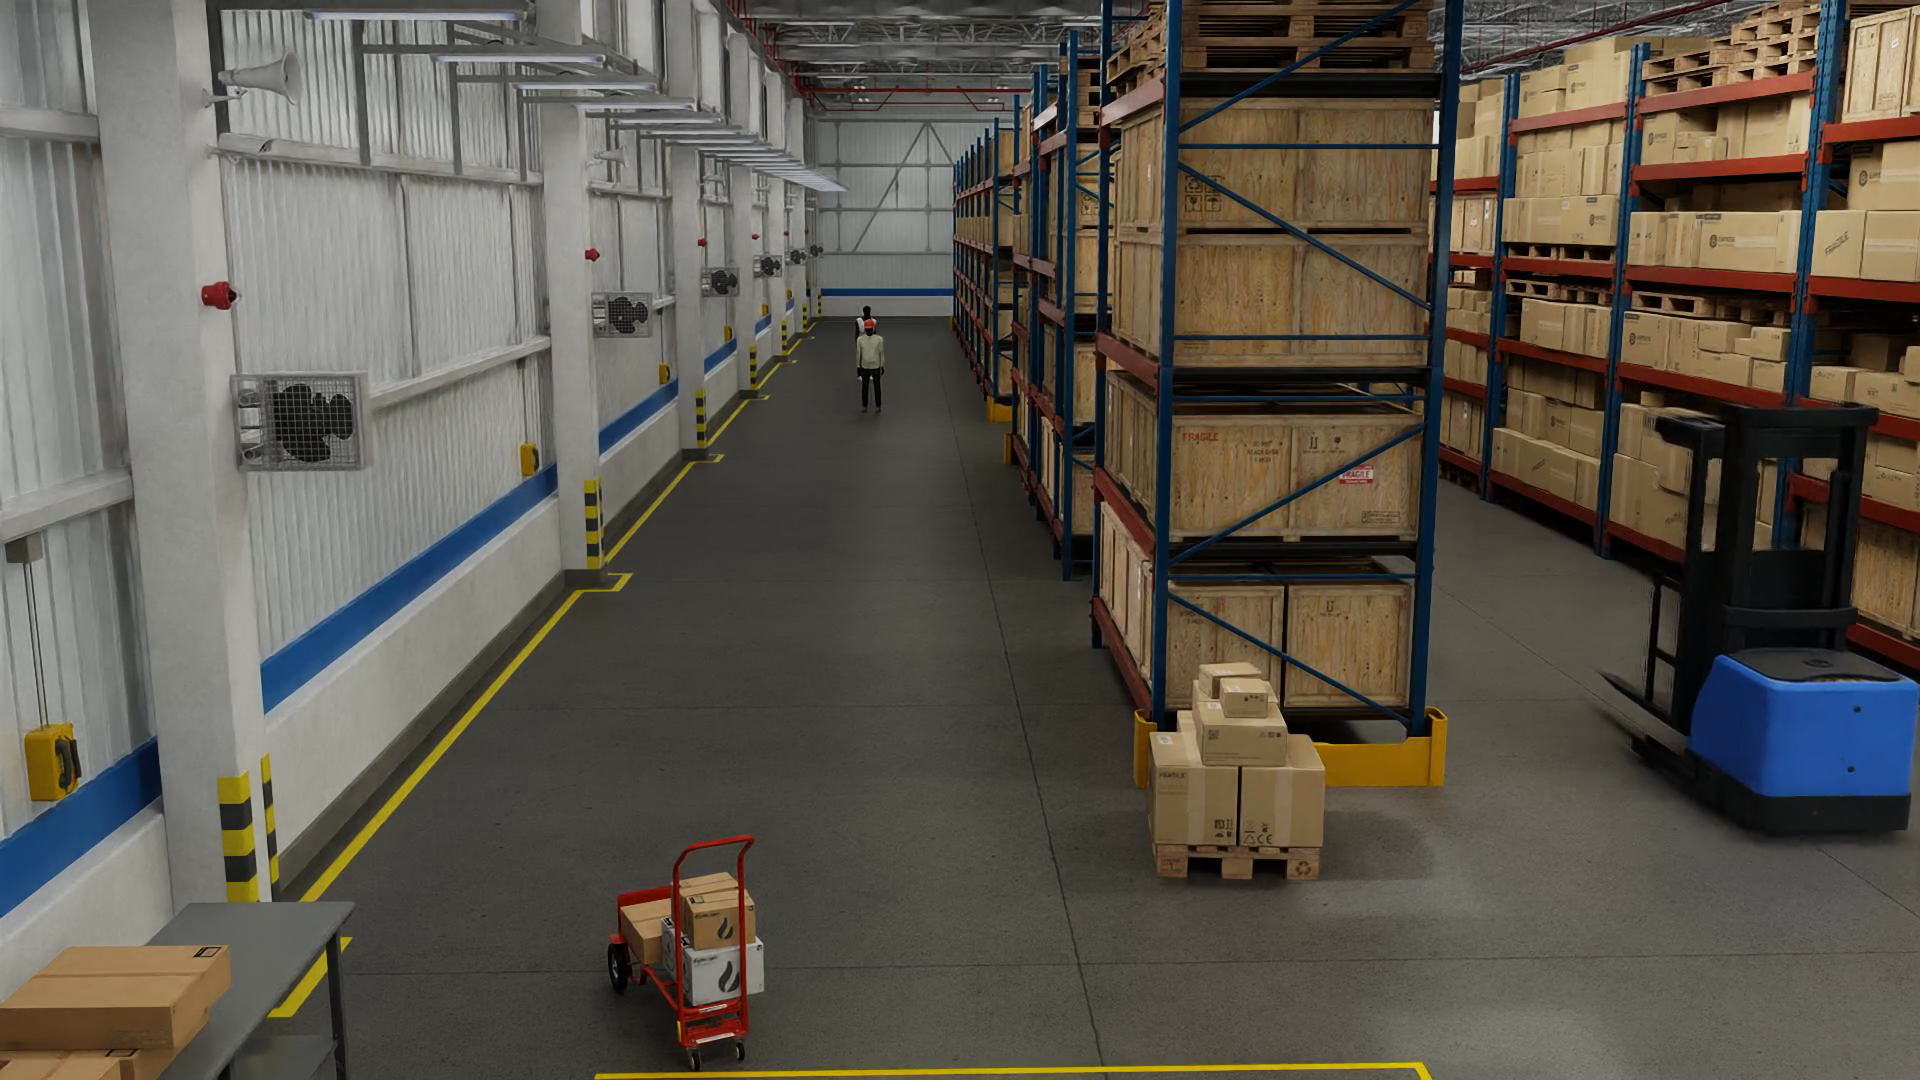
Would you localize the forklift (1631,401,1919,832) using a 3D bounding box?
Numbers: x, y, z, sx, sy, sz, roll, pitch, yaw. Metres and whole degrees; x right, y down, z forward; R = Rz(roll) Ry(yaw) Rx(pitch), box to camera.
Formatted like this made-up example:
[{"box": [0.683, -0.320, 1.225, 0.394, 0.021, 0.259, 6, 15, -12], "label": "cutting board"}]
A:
[{"box": [5.745, 0.429, 11.619, 1.129, 2.768, 1.873, 0, 11, -2], "label": "forklift"}]

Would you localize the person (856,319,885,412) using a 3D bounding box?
[{"box": [-1.914, -3.714, 35.517, 0.618, 1.989, 0.401, 0, 11, 1], "label": "person"}]

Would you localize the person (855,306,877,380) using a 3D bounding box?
[{"box": [-2.410, -5.050, 42.669, 0.593, 1.910, 0.388, -6, 12, -28], "label": "person"}]
